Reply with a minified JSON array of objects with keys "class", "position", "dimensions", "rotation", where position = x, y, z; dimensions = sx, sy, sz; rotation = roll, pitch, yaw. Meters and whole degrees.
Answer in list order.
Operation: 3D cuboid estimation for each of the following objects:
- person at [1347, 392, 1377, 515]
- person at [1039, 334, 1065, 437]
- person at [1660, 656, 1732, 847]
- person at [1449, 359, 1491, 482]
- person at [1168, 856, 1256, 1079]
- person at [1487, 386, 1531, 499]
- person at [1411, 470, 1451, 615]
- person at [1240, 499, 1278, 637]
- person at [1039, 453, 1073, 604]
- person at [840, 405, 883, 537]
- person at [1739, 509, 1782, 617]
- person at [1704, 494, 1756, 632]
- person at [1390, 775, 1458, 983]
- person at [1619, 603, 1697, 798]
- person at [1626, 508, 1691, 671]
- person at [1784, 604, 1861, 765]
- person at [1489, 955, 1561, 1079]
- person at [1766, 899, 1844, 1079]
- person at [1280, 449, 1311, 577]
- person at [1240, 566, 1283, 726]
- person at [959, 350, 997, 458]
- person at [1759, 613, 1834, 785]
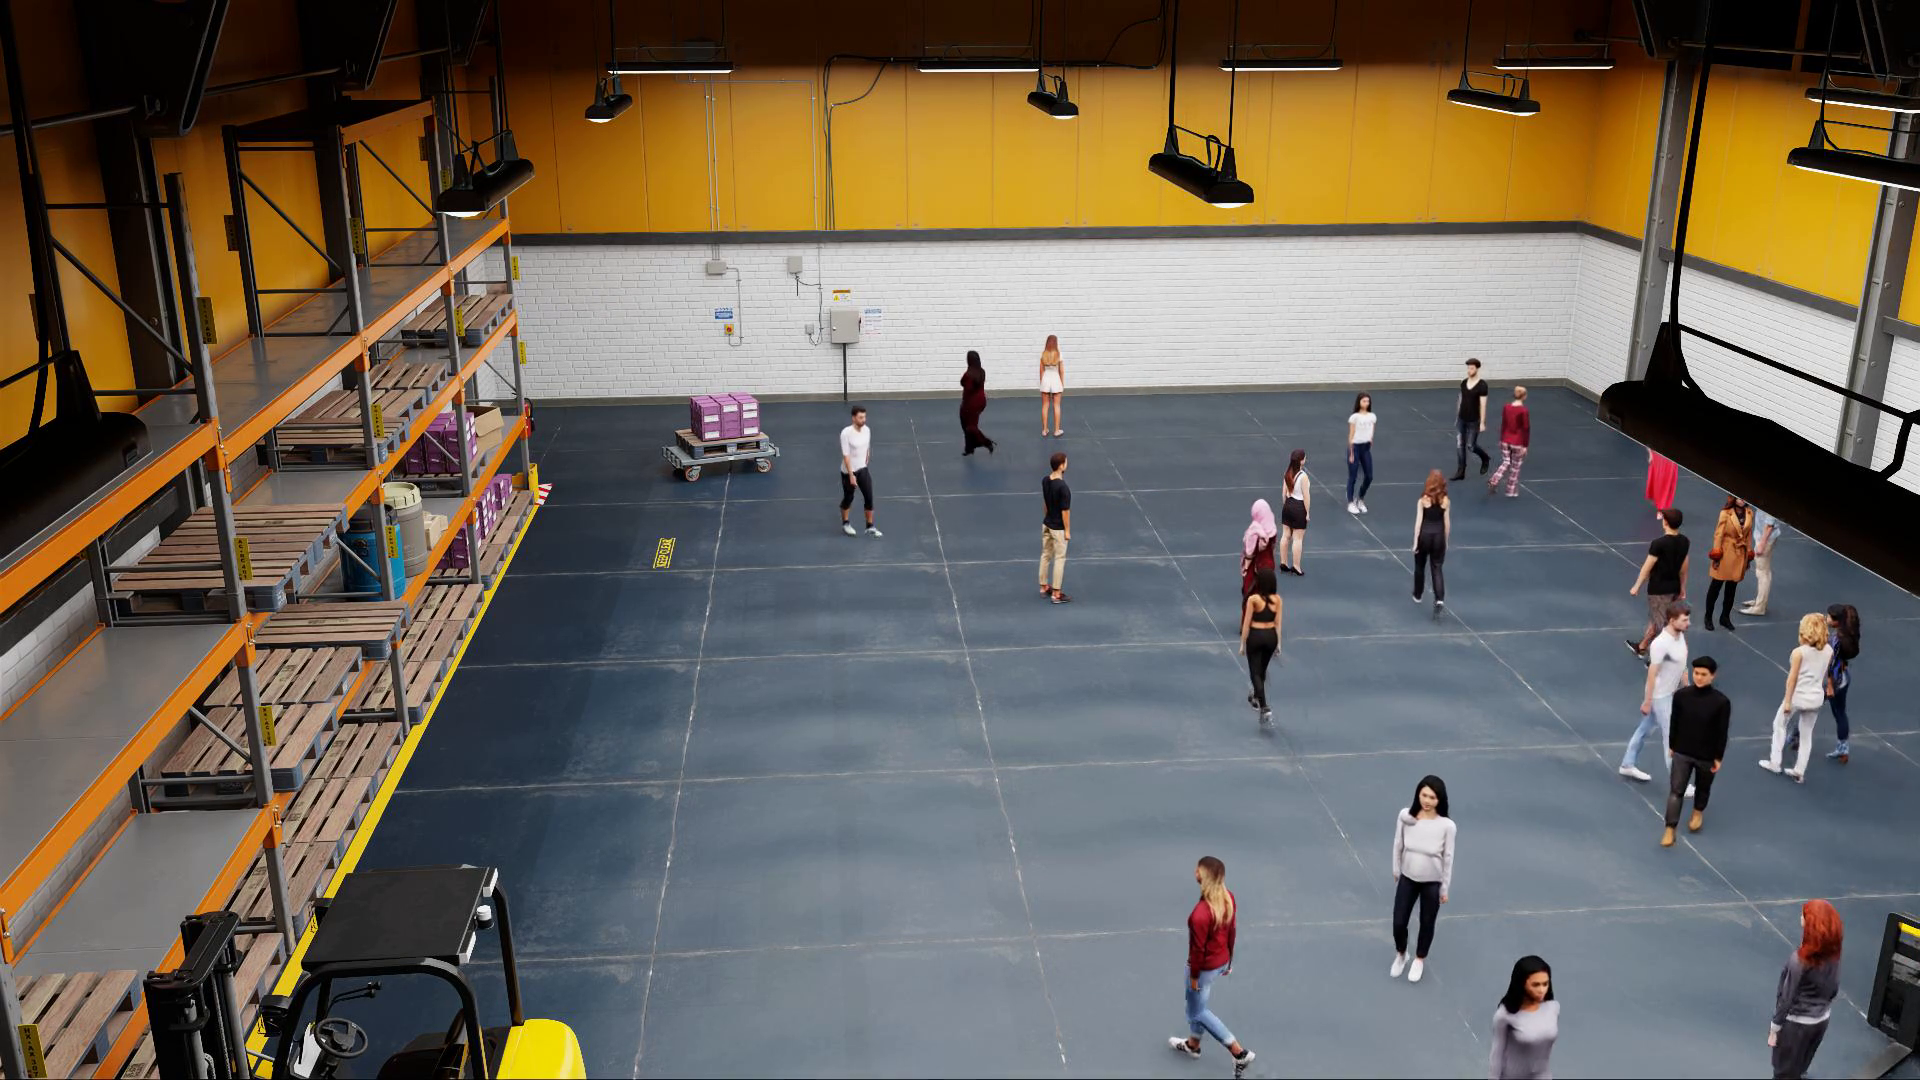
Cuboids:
[{"class":"person","position":[5.597,-1.237,23.547],"dimensions":[0.645,1.763,0.638],"rotation":[-5,19,-15]},{"class":"person","position":[1.513,-2.579,27.638],"dimensions":[0.651,1.696,0.673],"rotation":[6,19,17]},{"class":"person","position":[6.488,1.823,14.585],"dimensions":[1.050,1.685,1.173],"rotation":[12,22,32]},{"class":"person","position":[7.752,-1.816,25.086],"dimensions":[1.007,1.879,1.028],"rotation":[-12,22,-32]},{"class":"person","position":[1.761,2.938,11.387],"dimensions":[1.022,1.612,0.966],"rotation":[15,24,37]},{"class":"person","position":[8.002,-1.409,24.180],"dimensions":[0.865,1.687,0.826],"rotation":[-12,22,-32]},{"class":"person","position":[5.639,0.042,19.821],"dimensions":[0.643,1.719,1.119],"rotation":[0,19,0]},{"class":"person","position":[3.445,0.312,19.147],"dimensions":[0.759,1.638,0.775],"rotation":[-13,23,-34]},{"class":"person","position":[1.153,-0.161,20.212],"dimensions":[0.765,1.855,0.634],"rotation":[-12,22,-31]},{"class":"person","position":[-1.501,-0.955,22.616],"dimensions":[0.961,1.823,1.086],"rotation":[-14,23,-35]},{"class":"person","position":[9.598,-0.015,19.788],"dimensions":[0.791,1.847,0.688],"rotation":[11,21,29]},{"class":"person","position":[8.940,0.211,19.318],"dimensions":[0.672,1.719,0.563],"rotation":[-2,19,-5]},{"class":"person","position":[3.509,2.519,12.516],"dimensions":[0.718,1.687,0.744],"rotation":[9,21,26]},{"class":"person","position":[6.453,1.438,15.517],"dimensions":[1.143,1.819,1.096],"rotation":[14,23,36]},{"class":"person","position":[7.699,0.587,18.023],"dimensions":[0.923,1.834,1.113],"rotation":[-10,21,-28]},{"class":"person","position":[8.482,1.400,15.984],"dimensions":[0.937,1.595,1.019],"rotation":[-18,25,-42]},{"class":"person","position":[3.381,3.292,10.231],"dimensions":[0.701,1.680,1.178],"rotation":[-3,19,-10]},{"class":"person","position":[5.432,3.125,10.587],"dimensions":[0.783,1.769,0.819],"rotation":[-11,22,-30]},{"class":"person","position":[4.250,-0.356,21.113],"dimensions":[0.694,1.649,0.607],"rotation":[-15,24,-37]},{"class":"person","position":[3.084,1.084,16.884],"dimensions":[0.595,1.617,1.054],"rotation":[-3,19,-8]},{"class":"person","position":[0.288,-2.105,26.159],"dimensions":[0.981,1.742,0.967],"rotation":[10,21,28]},{"class":"person","position":[7.955,1.503,15.576],"dimensions":[0.614,1.659,0.661],"rotation":[-2,19,-6]}]
